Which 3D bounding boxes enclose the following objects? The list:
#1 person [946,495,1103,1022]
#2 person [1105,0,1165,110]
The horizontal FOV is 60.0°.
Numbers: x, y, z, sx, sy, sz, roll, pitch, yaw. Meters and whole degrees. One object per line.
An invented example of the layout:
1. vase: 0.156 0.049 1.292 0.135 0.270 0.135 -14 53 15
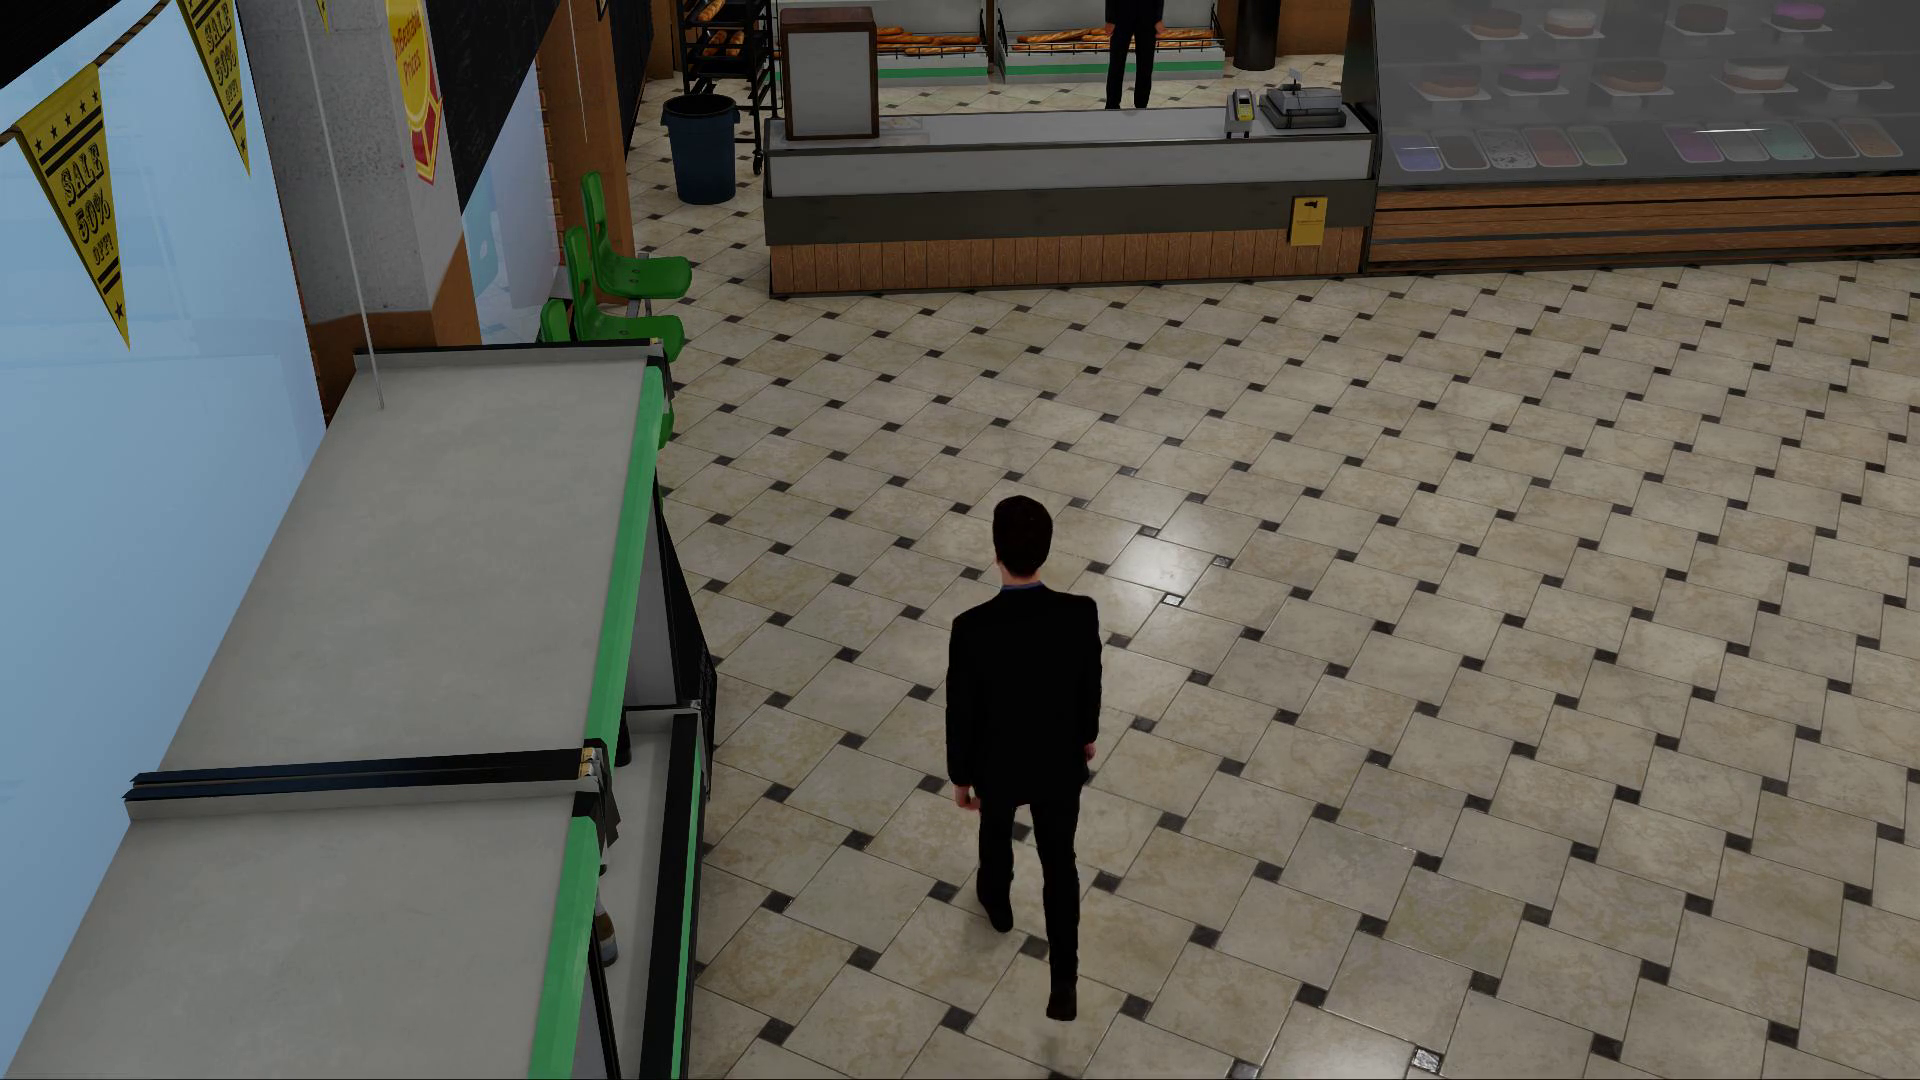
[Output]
1. person: 0.243 0.758 5.442 0.691 1.862 1.148 -4 32 -6
2. person: 1.421 -4.241 13.470 0.631 1.867 0.557 -3 32 -5
